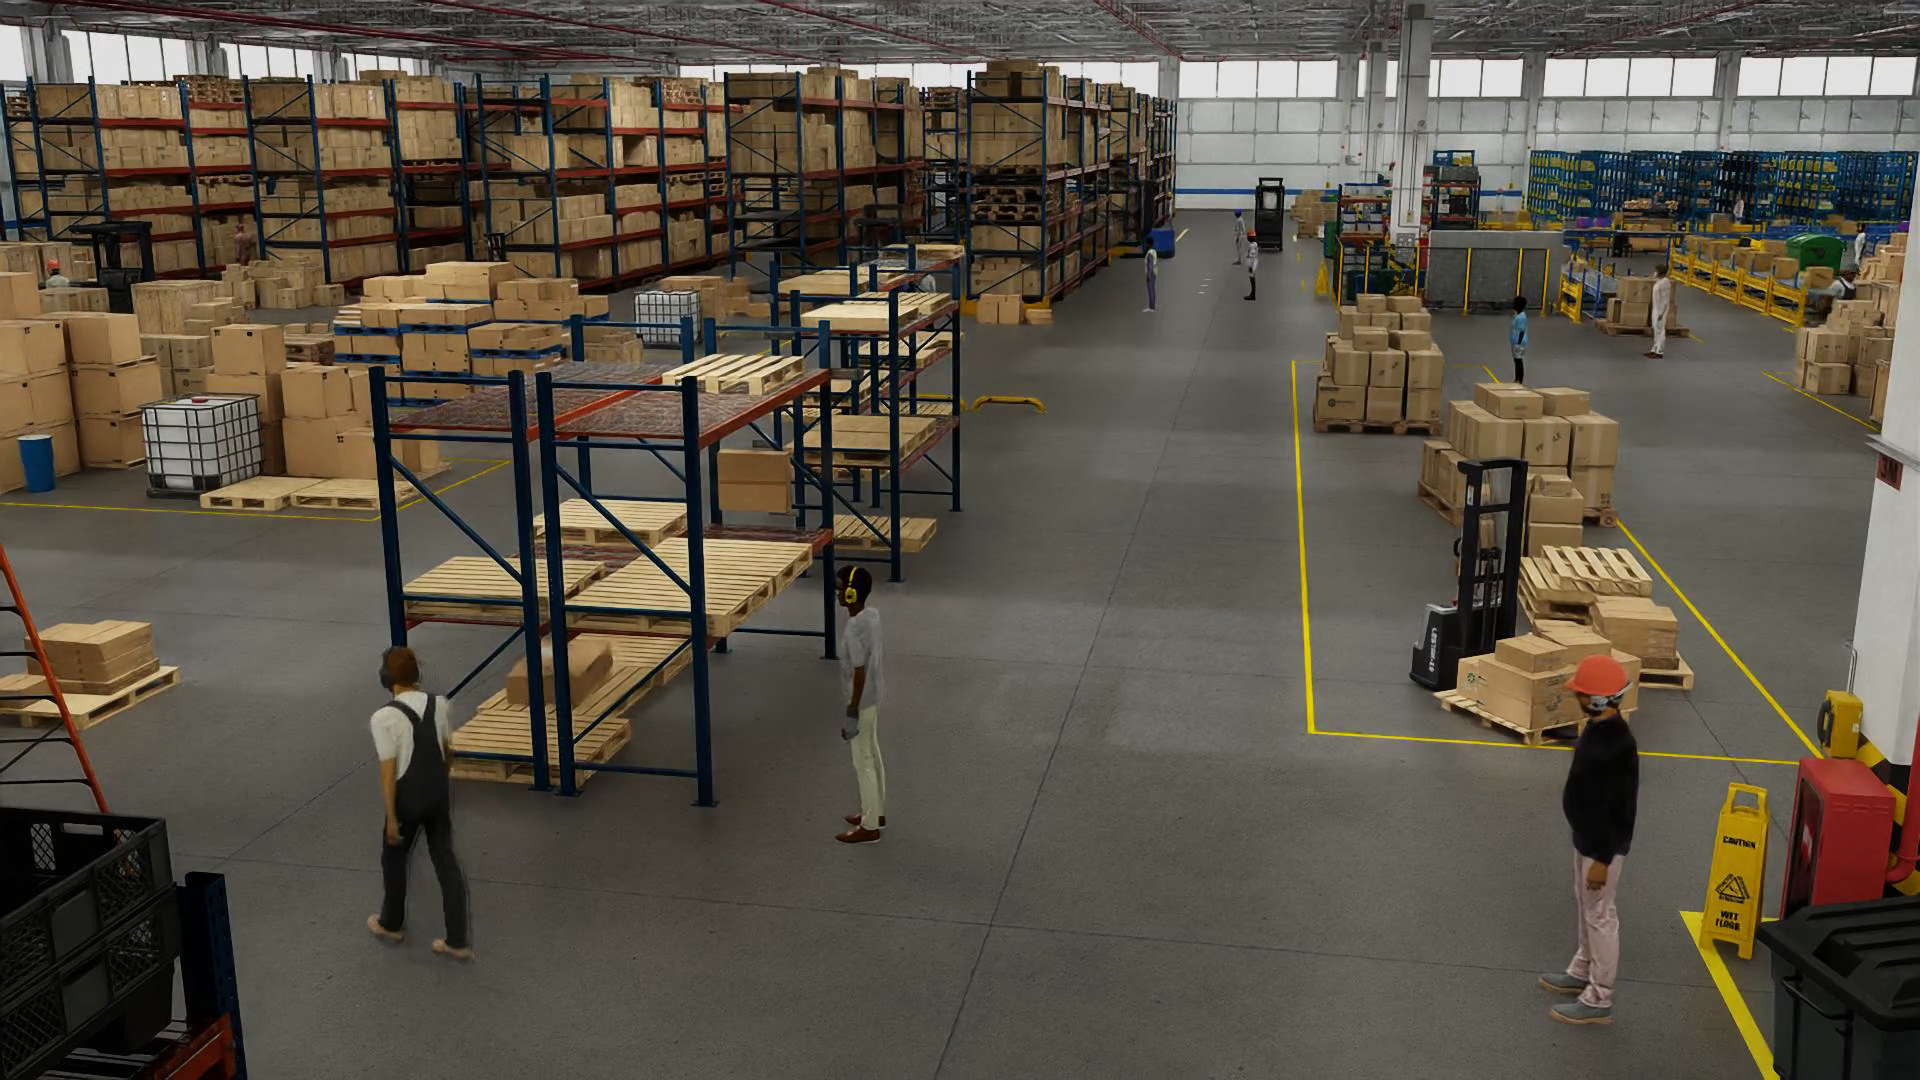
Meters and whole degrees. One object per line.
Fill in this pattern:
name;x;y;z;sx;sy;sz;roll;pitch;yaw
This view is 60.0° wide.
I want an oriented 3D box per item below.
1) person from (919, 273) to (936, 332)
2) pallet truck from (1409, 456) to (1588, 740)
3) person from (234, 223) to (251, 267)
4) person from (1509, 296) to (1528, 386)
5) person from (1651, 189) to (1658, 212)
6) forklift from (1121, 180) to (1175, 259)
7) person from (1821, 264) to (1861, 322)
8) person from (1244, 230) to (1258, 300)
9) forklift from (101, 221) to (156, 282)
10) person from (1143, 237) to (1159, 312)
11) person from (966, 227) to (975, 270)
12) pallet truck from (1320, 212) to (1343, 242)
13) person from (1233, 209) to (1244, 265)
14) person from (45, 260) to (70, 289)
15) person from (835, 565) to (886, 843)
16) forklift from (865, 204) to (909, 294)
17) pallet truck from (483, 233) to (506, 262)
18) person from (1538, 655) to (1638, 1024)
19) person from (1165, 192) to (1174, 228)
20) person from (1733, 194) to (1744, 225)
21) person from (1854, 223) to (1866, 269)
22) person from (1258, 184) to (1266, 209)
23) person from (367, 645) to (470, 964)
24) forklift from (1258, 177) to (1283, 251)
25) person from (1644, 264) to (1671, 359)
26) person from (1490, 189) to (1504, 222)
person;-0.689;-4.952;35.195;0.370;1.963;0.608;3;14;12
pallet truck;4.504;0.400;13.395;0.823;1.965;1.885;-6;15;-23
person;-21.427;-8.487;49.666;0.399;1.909;0.642;3;14;12
person;10.092;-3.556;30.075;0.322;1.696;0.536;3;14;12
person;33.684;-16.100;80.706;0.392;1.842;0.564;3;14;12
forklift;6.906;-11.685;60.646;1.873;2.768;1.129;3;14;10
person;17.854;-4.641;33.775;0.700;2.000;0.638;-10;17;-34
person;8.058;-7.606;46.033;0.376;1.934;0.547;3;14;12
forklift;-16.772;-5.071;33.793;1.129;2.768;1.873;3;14;10
person;4.945;-6.872;43.090;0.395;1.917;0.590;3;14;12
person;0.351;-9.918;55.902;0.322;1.699;0.536;3;14;12
pallet truck;15.874;-13.227;70.310;0.680;1.201;1.601;10;17;35
person;9.750;-10.611;58.209;0.403;1.944;0.605;3;14;12
person;-18.660;-4.785;34.452;0.394;1.994;0.612;3;14;12
person;-0.663;1.078;10.907;0.331;1.872;0.513;3;14;12
forklift;-1.867;-6.932;41.347;1.129;2.768;1.873;3;14;10
pallet truck;-11.832;-7.026;43.548;1.885;1.965;0.823;8;16;28
person;3.312;1.559;8.704;0.392;1.991;0.612;3;14;12
person;9.645;-15.058;76.503;0.404;1.829;0.591;3;14;12
person;33.950;-14.138;72.618;0.399;1.905;0.642;3;14;12
person;27.464;-8.750;50.823;0.331;1.866;0.513;3;14;12
person;15.638;-17.479;86.182;0.399;1.905;0.642;3;14;12
person;-3.114;1.477;9.419;0.887;1.798;0.524;10;17;36
forklift;12.083;-12.747;64.956;1.129;2.768;1.873;3;14;10
person;14.401;-4.703;34.244;0.375;1.936;0.628;3;14;12
person;27.434;-17.040;84.778;0.780;1.709;0.575;-6;15;-24
